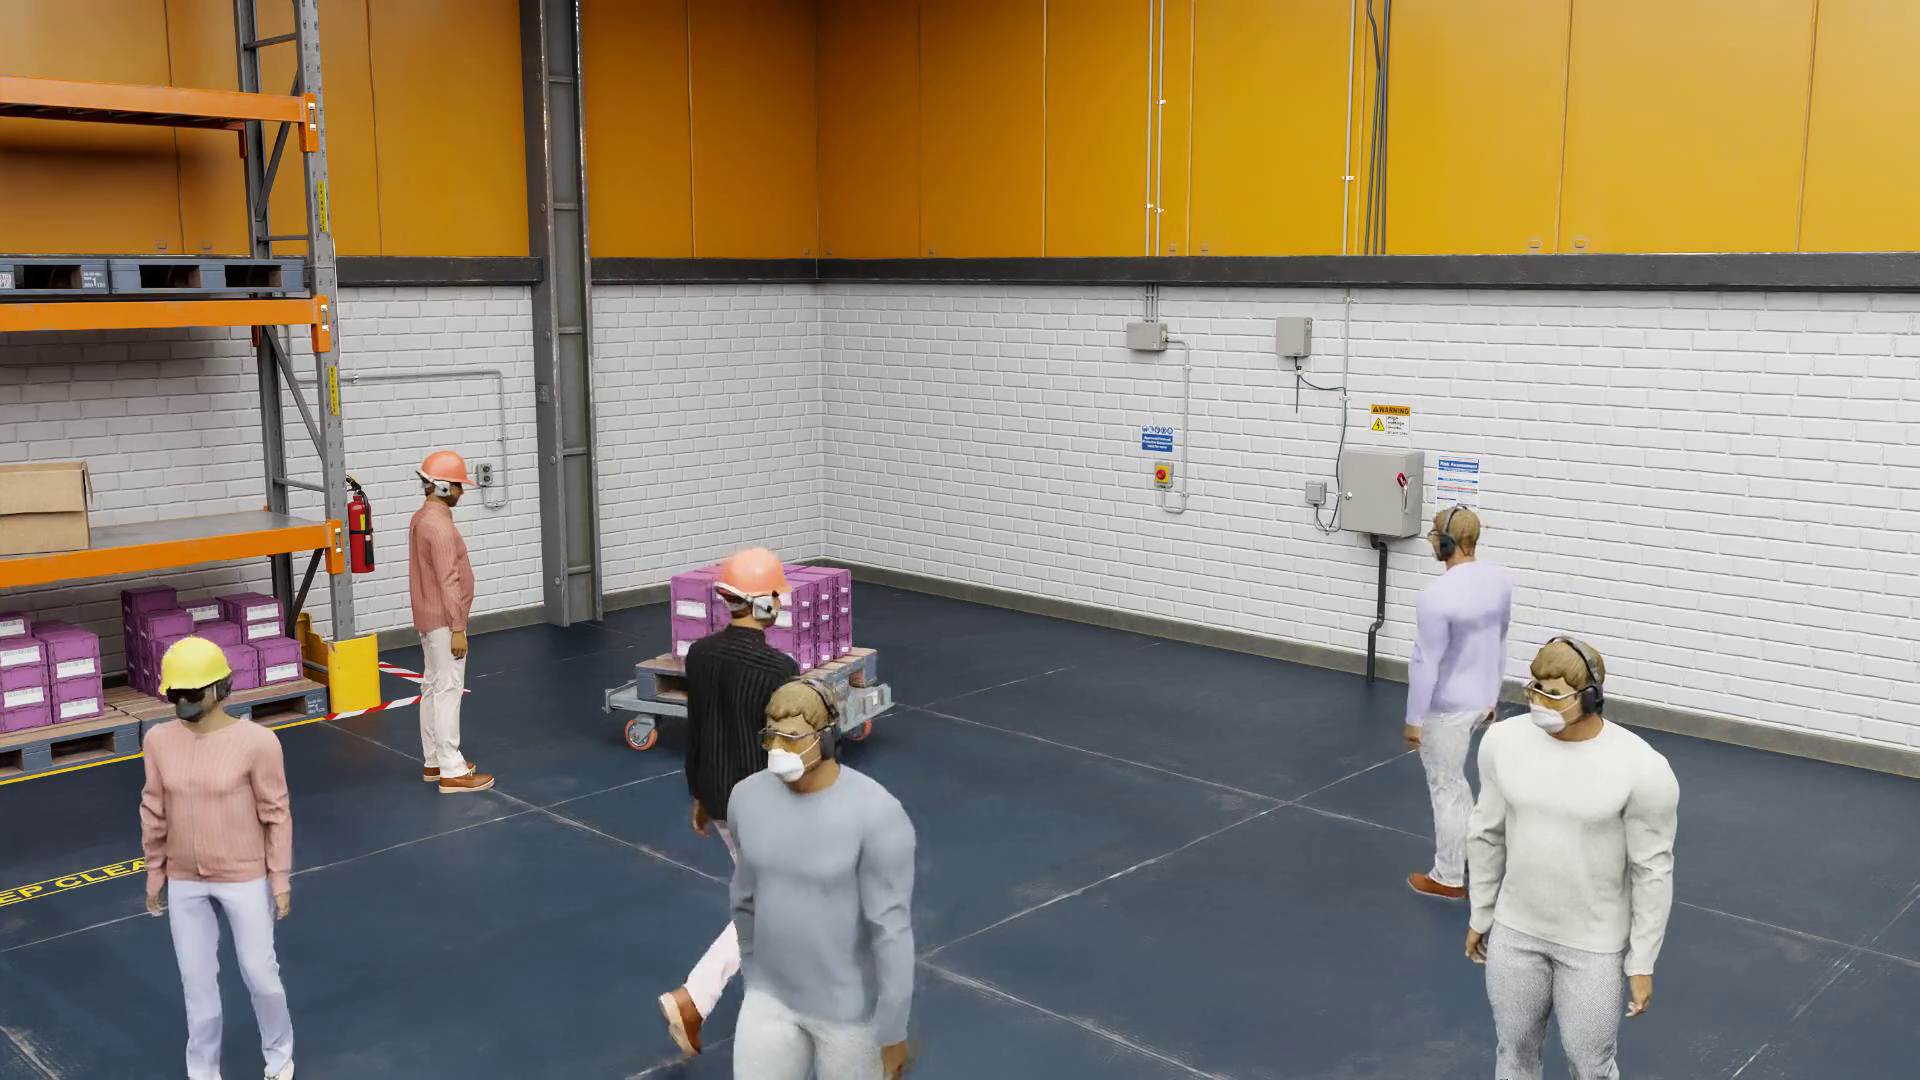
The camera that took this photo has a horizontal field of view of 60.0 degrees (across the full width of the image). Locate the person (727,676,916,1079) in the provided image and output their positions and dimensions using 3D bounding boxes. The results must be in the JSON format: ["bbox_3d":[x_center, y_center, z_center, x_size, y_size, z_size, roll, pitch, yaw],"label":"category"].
[{"bbox_3d":[-0.379,1.305,4.845,0.637,1.907,0.931,5,10,28],"label":"person"}]

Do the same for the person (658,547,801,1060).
[{"bbox_3d":[-0.868,1.013,6.446,0.627,1.972,0.814,8,12,41],"label":"person"}]

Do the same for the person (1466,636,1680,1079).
[{"bbox_3d":[1.868,1.236,5.173,0.632,1.932,0.359,9,13,44],"label":"person"}]

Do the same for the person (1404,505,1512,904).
[{"bbox_3d":[2.331,0.788,7.932,0.652,1.928,0.435,-8,12,-42],"label":"person"}]

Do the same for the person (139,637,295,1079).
[{"bbox_3d":[-2.642,1.208,5.968,0.547,1.777,0.469,1,9,5],"label":"person"}]

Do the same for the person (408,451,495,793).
[{"bbox_3d":[-2.995,0.472,9.696,0.387,1.988,0.608,-6,11,-32],"label":"person"}]
